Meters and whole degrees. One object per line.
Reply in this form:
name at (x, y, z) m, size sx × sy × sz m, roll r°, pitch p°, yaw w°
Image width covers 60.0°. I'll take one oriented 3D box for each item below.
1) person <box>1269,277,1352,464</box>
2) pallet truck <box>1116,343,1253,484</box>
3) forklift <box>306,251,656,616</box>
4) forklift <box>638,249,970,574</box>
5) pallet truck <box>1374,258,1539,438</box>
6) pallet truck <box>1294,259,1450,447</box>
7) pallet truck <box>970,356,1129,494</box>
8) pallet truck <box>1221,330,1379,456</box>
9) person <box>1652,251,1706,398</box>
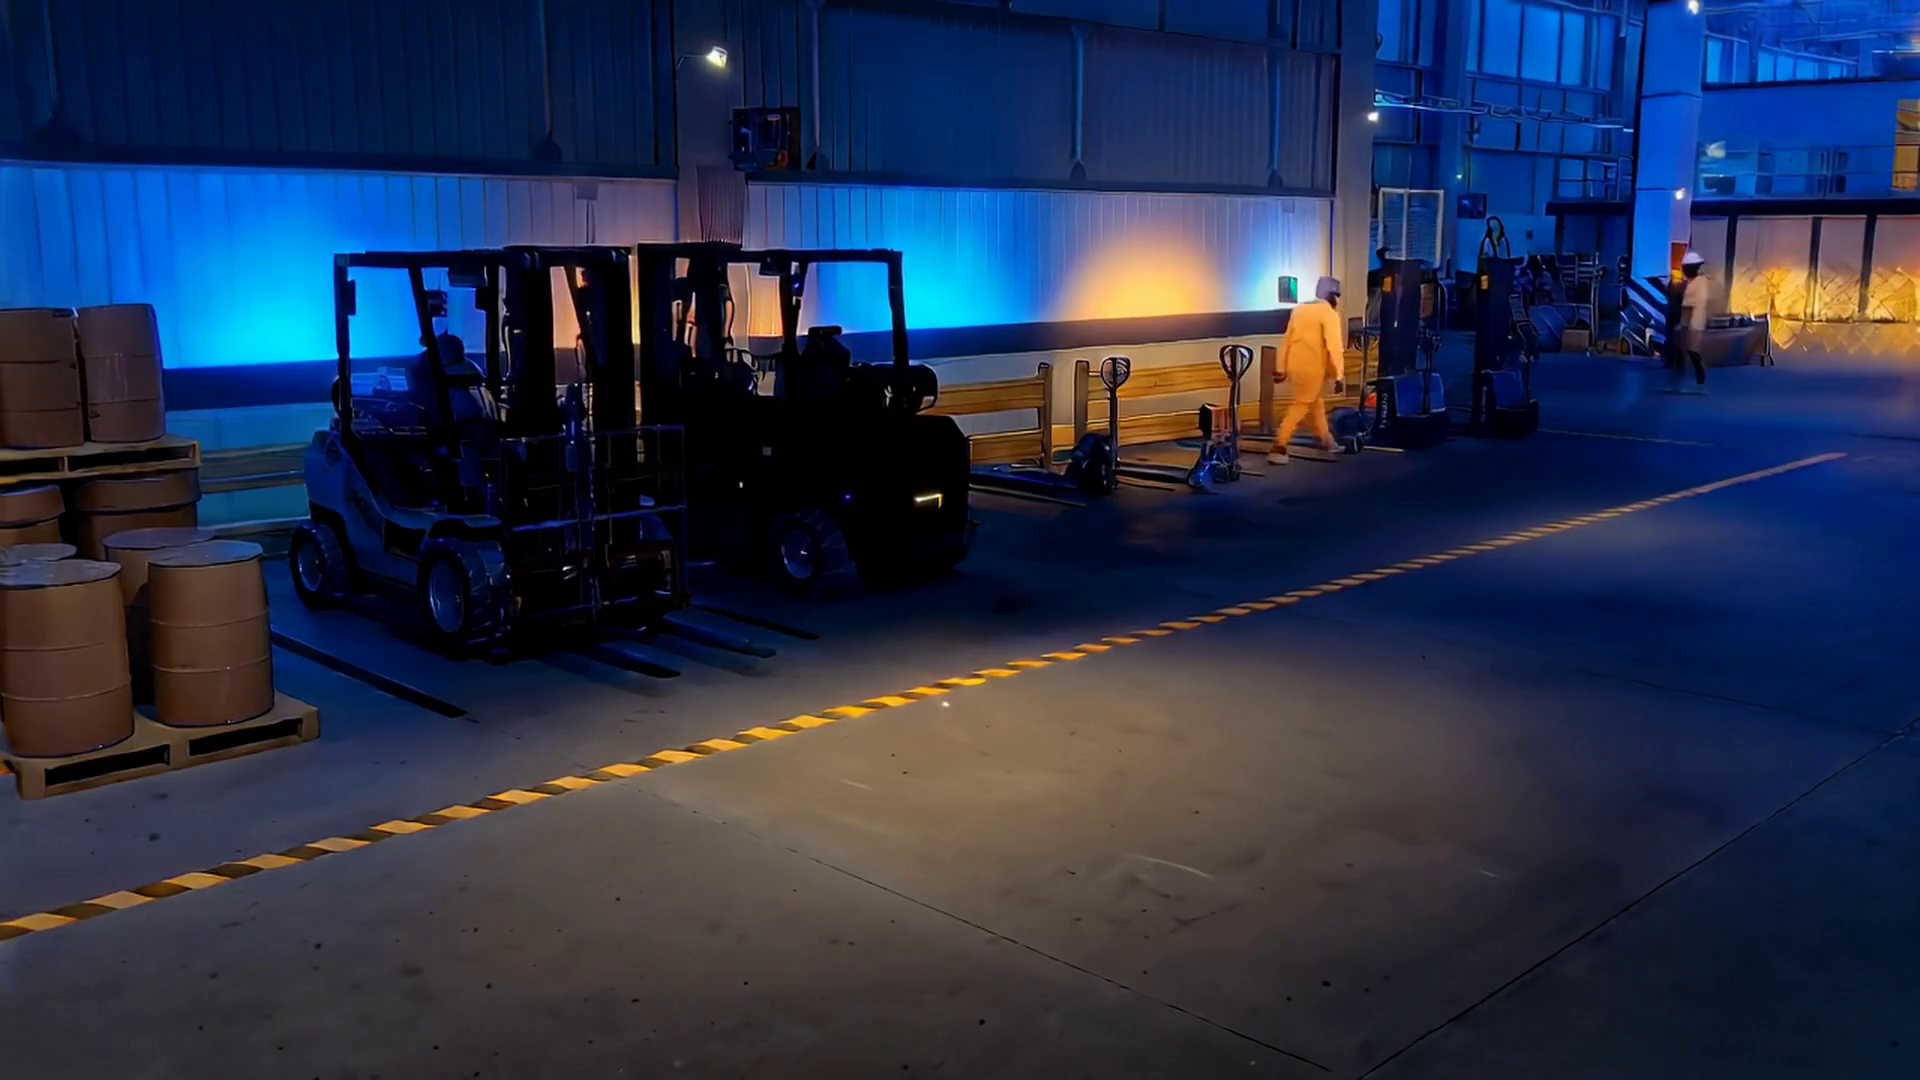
person at (3.489, -1.650, 16.333) m, size 1.031 × 1.828 × 0.654 m, roll -4°, pitch 11°, yaw -20°
pallet truck at (1.962, -1.215, 15.415) m, size 1.522 × 1.261 × 0.704 m, roll 10°, pitch 14°, yaw 43°
forklift at (-2.833, -0.669, 9.694) m, size 1.157 × 1.987 × 2.680 m, roll -10°, pitch 14°, yaw -44°
forklift at (-1.173, -0.958, 11.239) m, size 2.680 × 1.987 × 1.157 m, roll 10°, pitch 14°, yaw 43°
pallet truck at (5.704, -2.208, 18.901) m, size 1.885 × 1.965 × 0.823 m, roll 10°, pitch 14°, yaw 43°
pallet truck at (4.493, -2.078, 18.196) m, size 0.823 × 1.965 × 1.885 m, roll -9°, pitch 14°, yaw -40°
pallet truck at (0.784, -1.085, 14.876) m, size 0.680 × 1.201 × 1.601 m, roll -10°, pitch 14°, yaw -44°
pallet truck at (3.563, -1.581, 17.381) m, size 0.653 × 1.274 × 1.630 m, roll -10°, pitch 14°, yaw -44°
person at (9.992, -2.970, 23.022) m, size 0.862 × 2.011 × 0.615 m, roll 5°, pitch 12°, yaw 26°
